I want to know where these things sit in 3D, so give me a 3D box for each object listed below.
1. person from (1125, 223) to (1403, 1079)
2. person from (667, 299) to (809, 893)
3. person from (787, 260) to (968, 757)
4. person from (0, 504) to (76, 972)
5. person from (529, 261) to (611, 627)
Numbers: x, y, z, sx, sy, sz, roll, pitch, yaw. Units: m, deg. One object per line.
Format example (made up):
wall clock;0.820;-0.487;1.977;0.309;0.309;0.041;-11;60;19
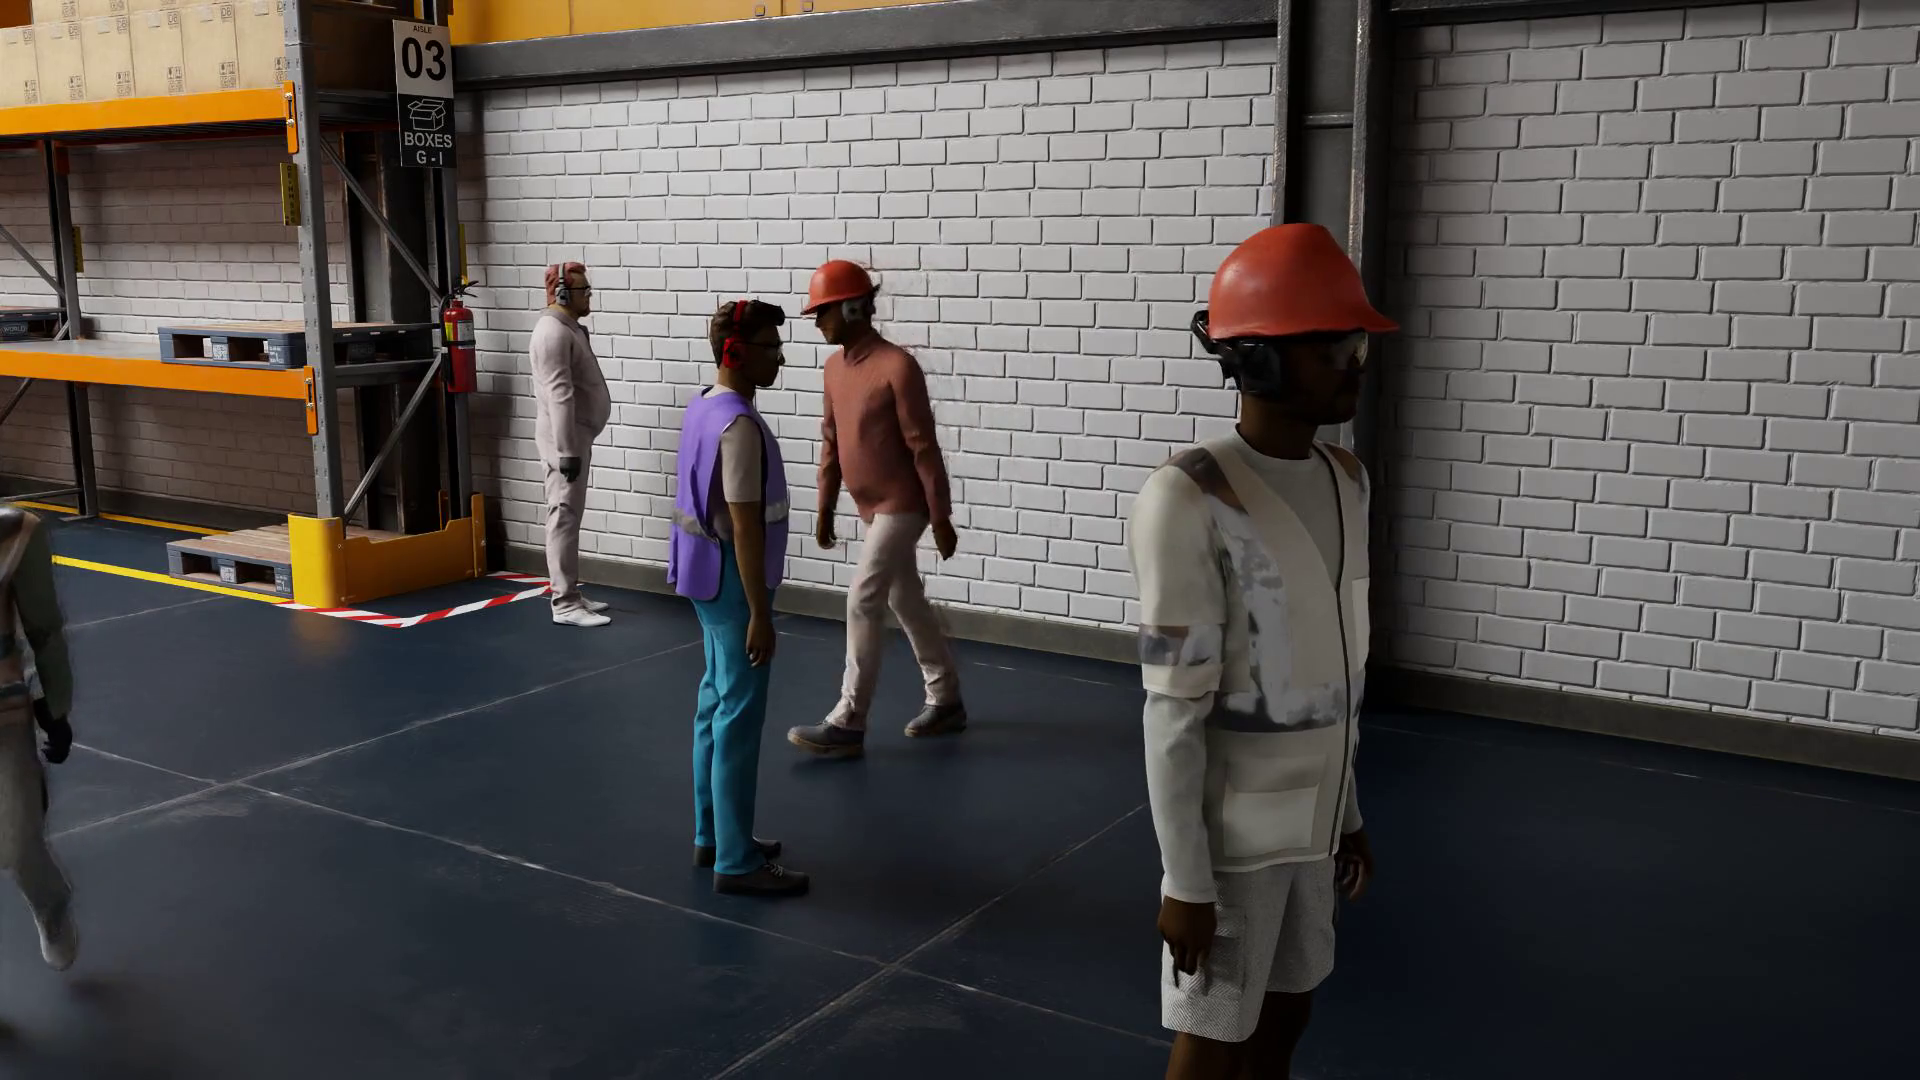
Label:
person;0.543;0.489;2.905;0.367;2.048;0.607;9;13;40
person;-0.714;0.178;5.194;0.372;1.840;0.571;-4;11;-20
person;-0.337;-0.123;6.578;0.961;1.934;0.643;-6;12;-29
person;-2.530;0.460;4.223;0.525;1.624;0.447;-3;11;-16
person;-2.047;-0.507;8.807;0.405;1.911;0.636;-2;10;-11
